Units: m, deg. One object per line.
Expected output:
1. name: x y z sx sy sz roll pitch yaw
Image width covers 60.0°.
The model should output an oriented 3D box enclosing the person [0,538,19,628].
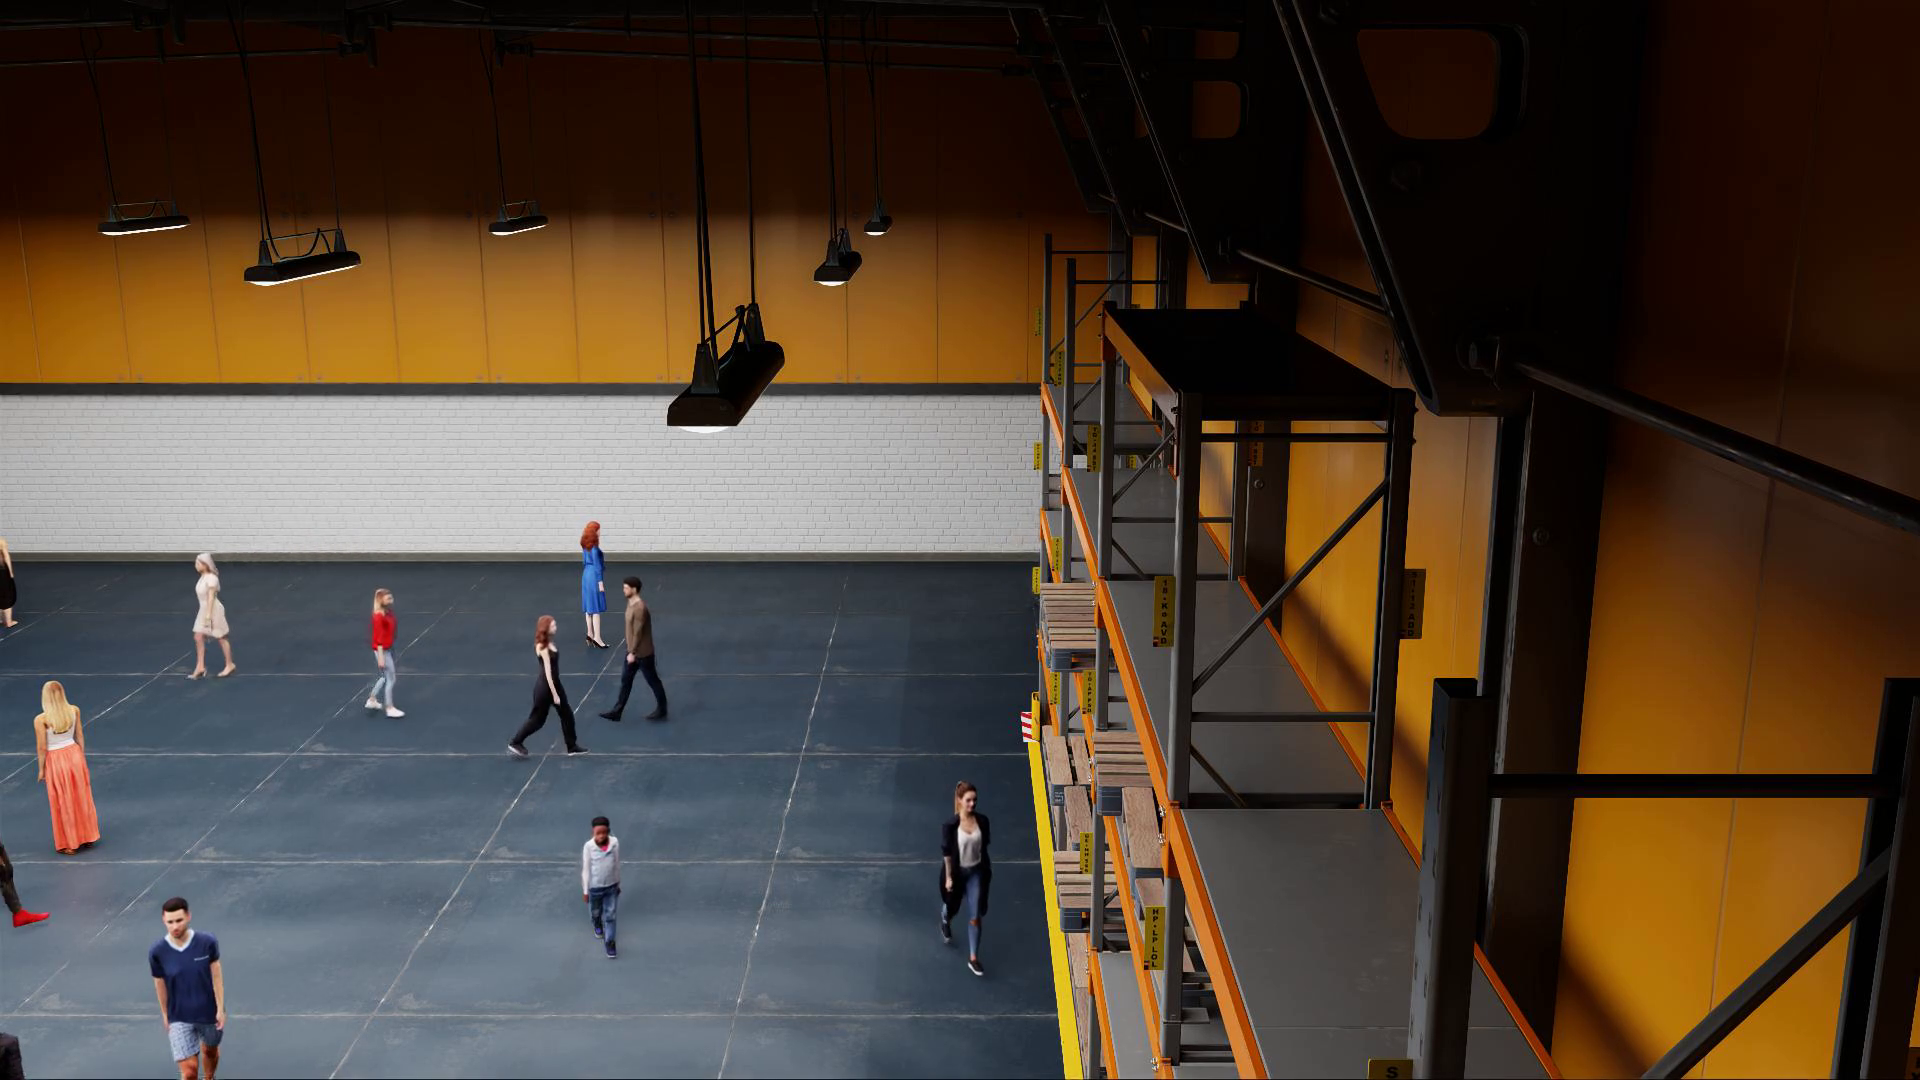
1. person: -14.199 0.487 24.524 0.557 1.623 0.566 1 14 3

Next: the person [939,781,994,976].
1. person: 0.005 2.897 14.501 0.799 1.655 1.126 -4 14 -15

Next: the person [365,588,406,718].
1. person: -7.157 1.401 20.640 0.738 1.674 0.688 -2 14 -8

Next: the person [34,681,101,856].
1. person: -9.019 2.277 16.750 0.789 1.802 0.702 10 17 34

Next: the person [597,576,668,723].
1. person: -3.850 1.360 20.455 1.105 1.841 1.142 -9 16 -34

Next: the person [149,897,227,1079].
1. person: -5.558 3.409 12.096 0.996 1.792 1.272 -7 15 -26

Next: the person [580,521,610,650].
1. person: -5.183 0.633 23.491 0.773 1.826 0.687 -9 16 -34

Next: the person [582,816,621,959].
1. person: -3.180 3.035 14.802 0.643 1.245 0.885 -4 14 -17

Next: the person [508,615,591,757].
1. person: -4.858 1.731 19.208 0.667 1.707 1.093 0 14 2

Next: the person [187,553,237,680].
1. person: -9.870 1.010 22.168 0.949 1.715 0.907 -11 18 -39
